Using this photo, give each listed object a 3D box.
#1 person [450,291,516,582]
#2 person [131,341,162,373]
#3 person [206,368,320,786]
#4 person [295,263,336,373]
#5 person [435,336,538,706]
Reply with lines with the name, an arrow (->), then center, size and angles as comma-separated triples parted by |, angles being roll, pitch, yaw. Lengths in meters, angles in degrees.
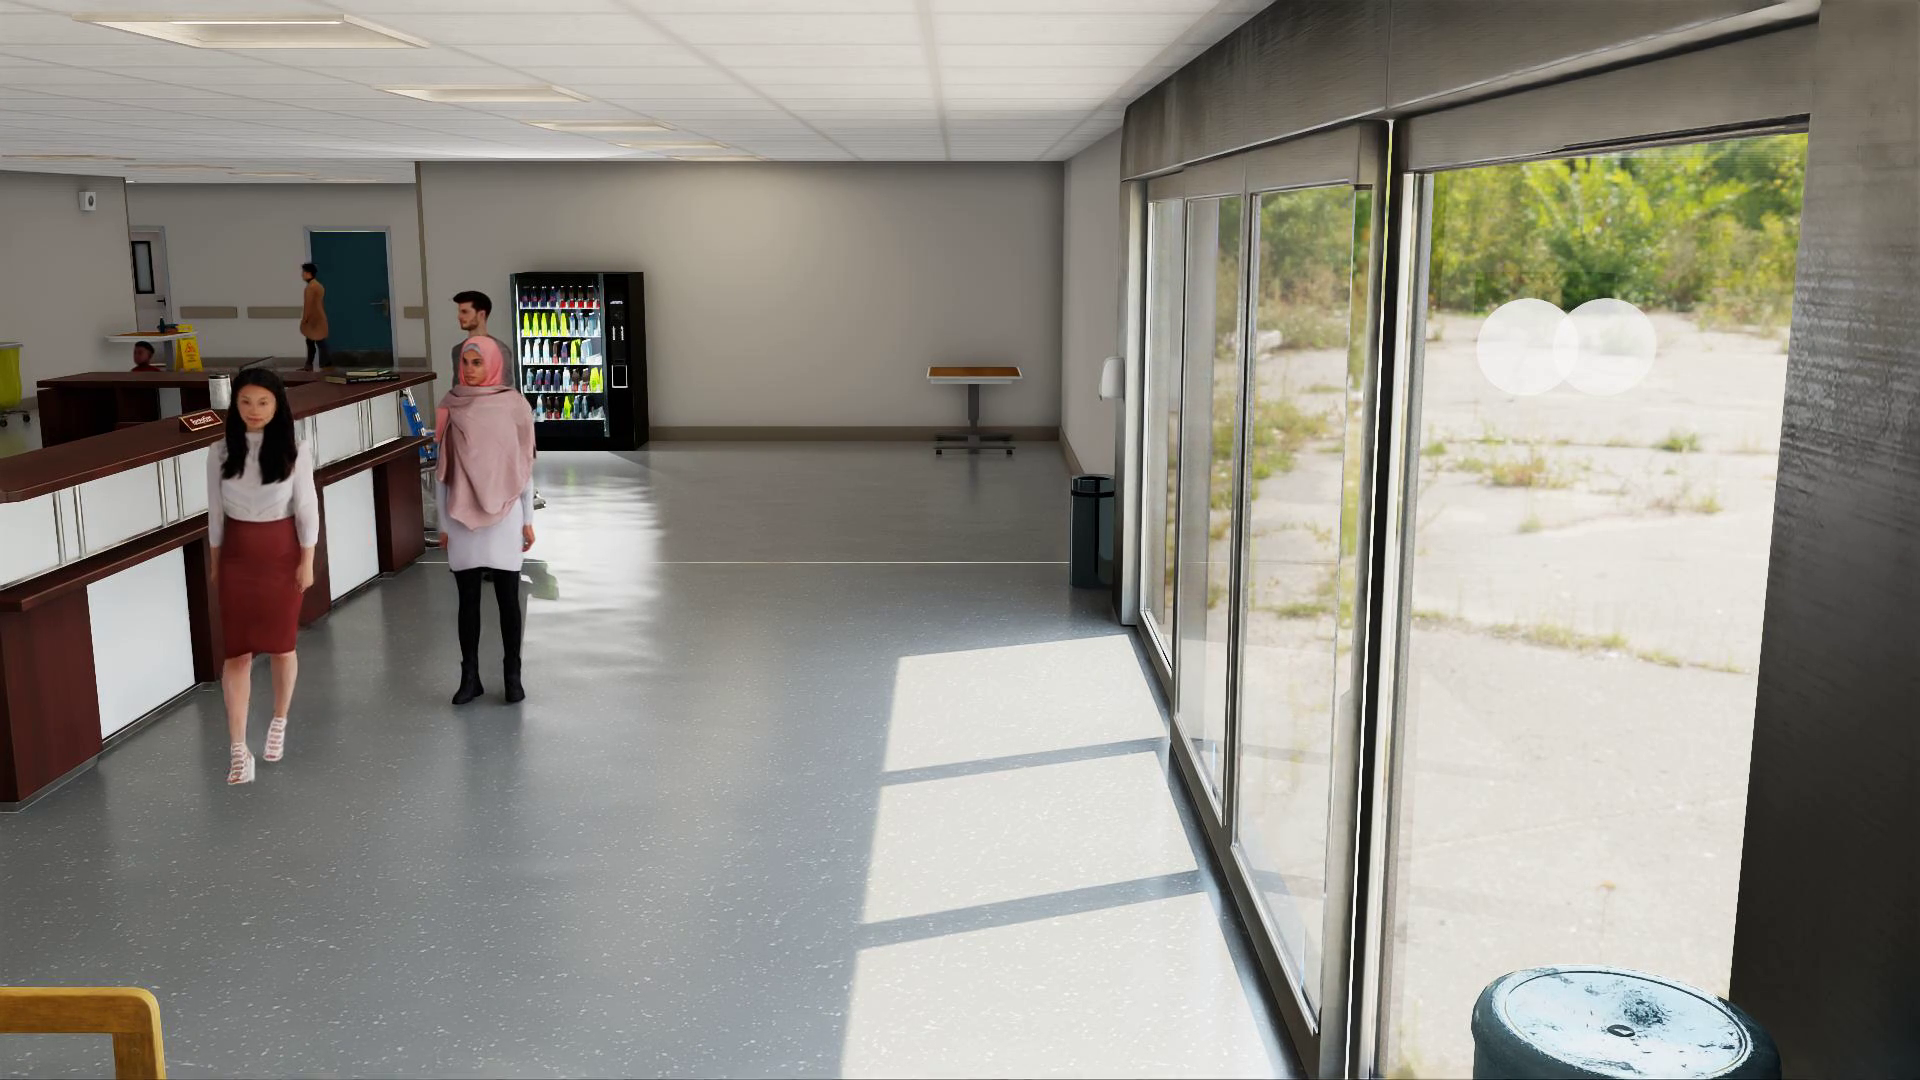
person -> -3.152, -0.697, 11.046 | 0.719, 1.903, 0.837 | 7, 13, 34
person -> -7.643, -1.224, 15.647 | 0.479, 1.222, 0.602 | 2, 11, 12
person -> -2.954, 0.138, 7.129 | 0.893, 1.721, 0.798 | -2, 11, -11
person -> -9.852, -3.397, 25.689 | 0.891, 1.705, 0.743 | -2, 11, -8
person -> -2.316, -0.093, 8.130 | 0.563, 1.803, 0.718 | -2, 11, -9
